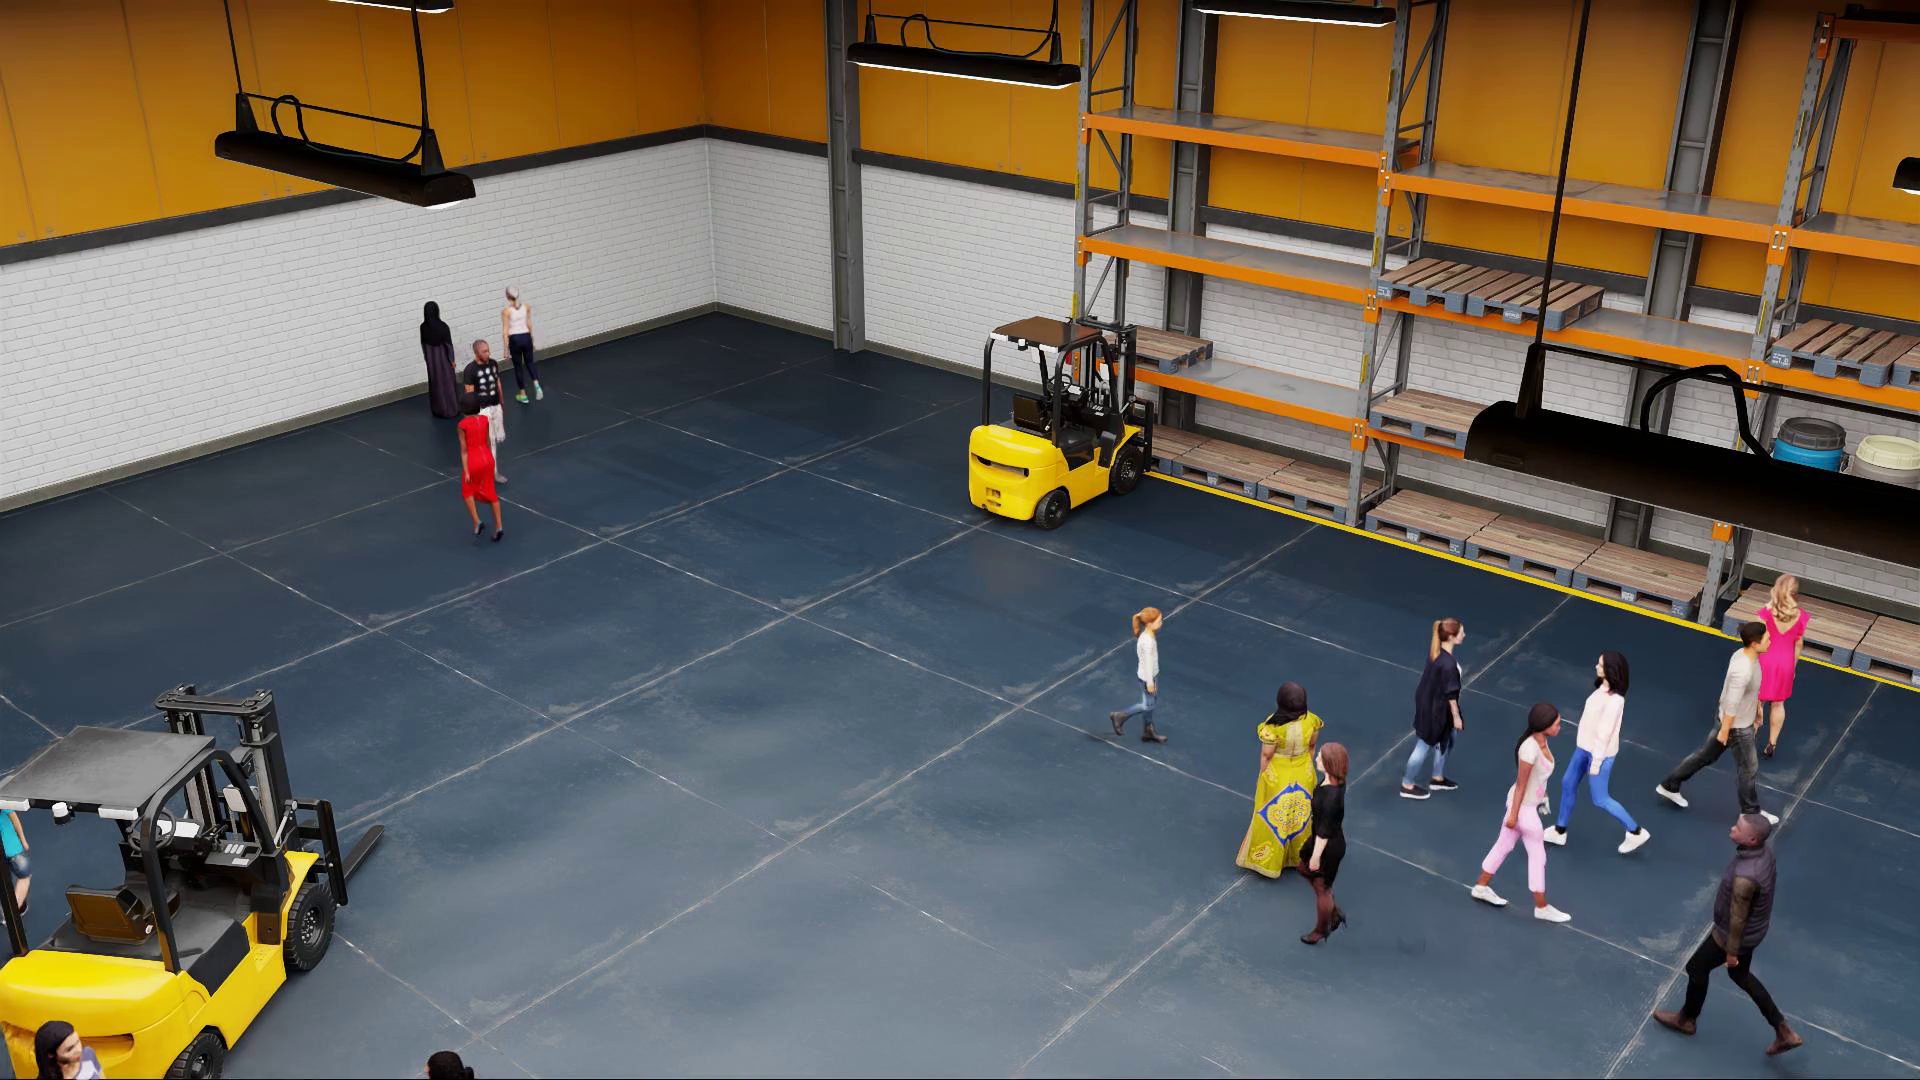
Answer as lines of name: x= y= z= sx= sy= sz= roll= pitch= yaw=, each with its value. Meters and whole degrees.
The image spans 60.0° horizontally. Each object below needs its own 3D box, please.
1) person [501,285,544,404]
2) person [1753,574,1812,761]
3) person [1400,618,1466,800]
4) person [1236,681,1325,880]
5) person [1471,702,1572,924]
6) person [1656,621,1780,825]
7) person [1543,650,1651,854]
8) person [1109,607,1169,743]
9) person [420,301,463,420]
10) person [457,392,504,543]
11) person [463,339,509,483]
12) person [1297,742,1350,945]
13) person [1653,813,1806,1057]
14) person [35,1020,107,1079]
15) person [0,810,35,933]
person: x=-6.040 y=-2.683 z=23.010 sx=0.703 sy=1.695 sz=0.888 roll=-19 pitch=30 yaw=-36
person: x=7.000 y=1.095 z=14.326 sx=0.627 sy=1.727 sz=0.722 roll=4 pitch=24 yaw=9
person: x=3.827 y=1.404 z=13.697 sx=0.874 sy=1.665 sz=0.806 roll=3 pitch=24 yaw=7
person: x=2.497 y=1.820 z=12.752 sx=0.996 sy=1.659 sz=1.004 roll=-8 pitch=25 yaw=-17
person: x=4.081 y=1.970 z=12.340 sx=1.017 sy=1.714 sz=0.739 roll=12 pitch=27 yaw=26
person: x=6.155 y=1.451 z=13.452 sx=1.251 sy=1.776 sz=0.899 roll=9 pitch=25 yaw=20
person: x=5.053 y=1.690 z=12.951 sx=1.202 sy=1.738 sz=0.980 roll=5 pitch=24 yaw=12
person: x=1.591 y=1.202 z=14.607 sx=0.821 sy=1.306 sz=0.687 roll=4 pitch=24 yaw=9
person: x=-7.090 y=-2.466 z=22.614 sx=0.663 sy=1.615 sz=0.760 roll=6 pitch=24 yaw=12
person: x=-5.358 y=-0.785 z=18.639 sx=0.692 sy=1.717 sz=0.585 roll=18 pitch=29 yaw=35
person: x=-5.866 y=-1.611 z=20.444 sx=0.956 sy=1.785 sz=0.695 roll=18 pitch=29 yaw=35
person: x=2.692 y=2.195 z=11.849 sx=0.757 sy=1.696 sz=0.719 roll=6 pitch=24 yaw=13
person: x=5.136 y=2.589 z=10.813 sx=1.127 sy=1.804 sz=0.696 roll=19 pitch=30 yaw=37
person: x=-4.924 y=3.360 z=9.208 sx=1.214 sy=1.676 sz=1.098 roll=0 pitch=24 yaw=0
person: x=-6.998 y=2.238 z=12.069 sx=0.778 sy=1.441 sz=0.844 roll=-3 pitch=24 yaw=-6
